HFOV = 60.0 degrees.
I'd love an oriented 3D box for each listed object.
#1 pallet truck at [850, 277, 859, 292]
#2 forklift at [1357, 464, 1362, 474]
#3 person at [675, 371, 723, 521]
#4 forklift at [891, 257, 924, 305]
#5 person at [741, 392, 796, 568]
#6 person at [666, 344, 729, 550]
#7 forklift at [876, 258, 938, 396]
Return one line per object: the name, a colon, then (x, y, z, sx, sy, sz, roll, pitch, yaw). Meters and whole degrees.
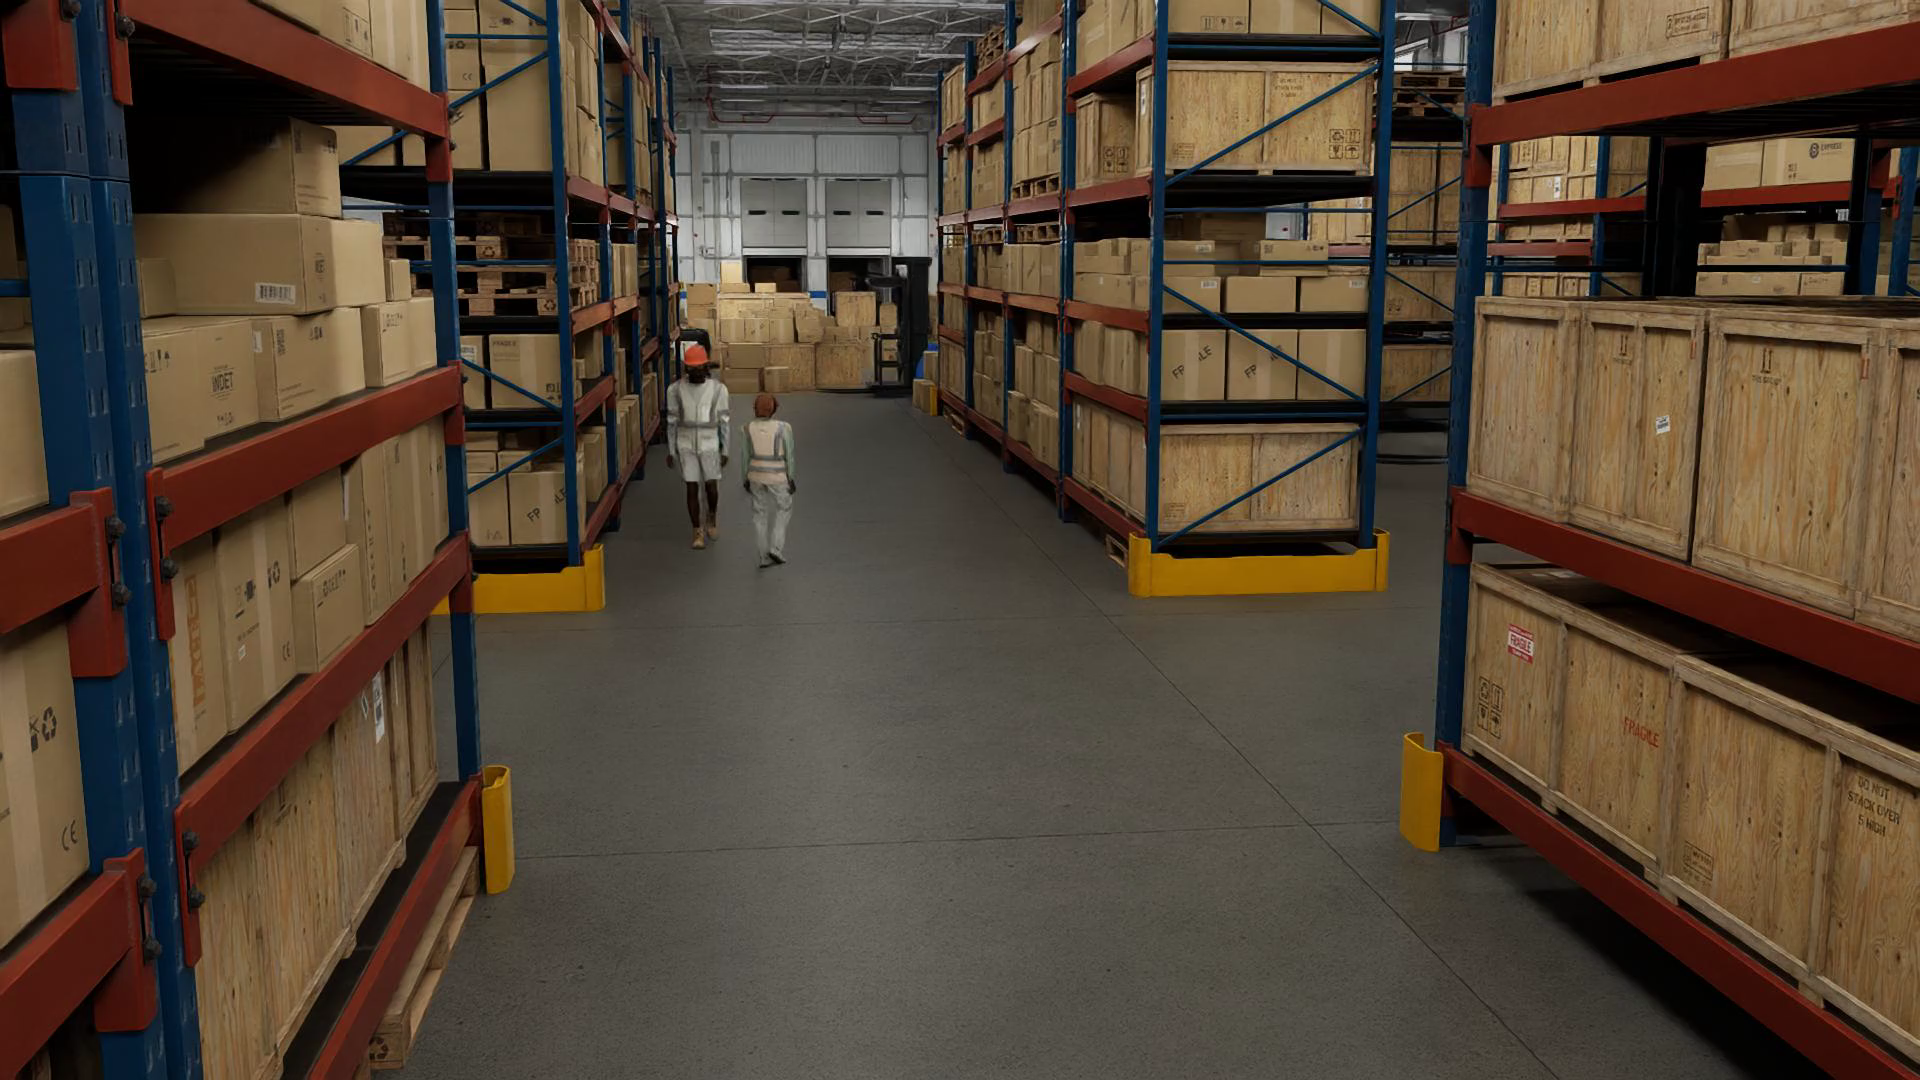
pallet truck: (-3.782, -9.391, 65.808, 1.885, 1.965, 0.823, 2, 10, 10)
forklift: (4.209, -2.192, 21.328, 1.873, 2.768, 1.129, 3, 10, 19)
person: (-2.849, -1.113, 18.129, 0.627, 1.830, 0.430, -2, 10, -9)
forklift: (-1.564, -7.038, 49.539, 1.129, 2.768, 1.873, 1, 10, 8)
person: (-1.769, -0.549, 15.394, 0.544, 1.623, 0.375, 2, 10, 12)
person: (-2.579, -0.914, 16.364, 0.617, 2.027, 0.466, -1, 10, -5)
forklift: (-0.841, -4.373, 34.025, 1.873, 2.768, 1.129, -1, 10, -8)
